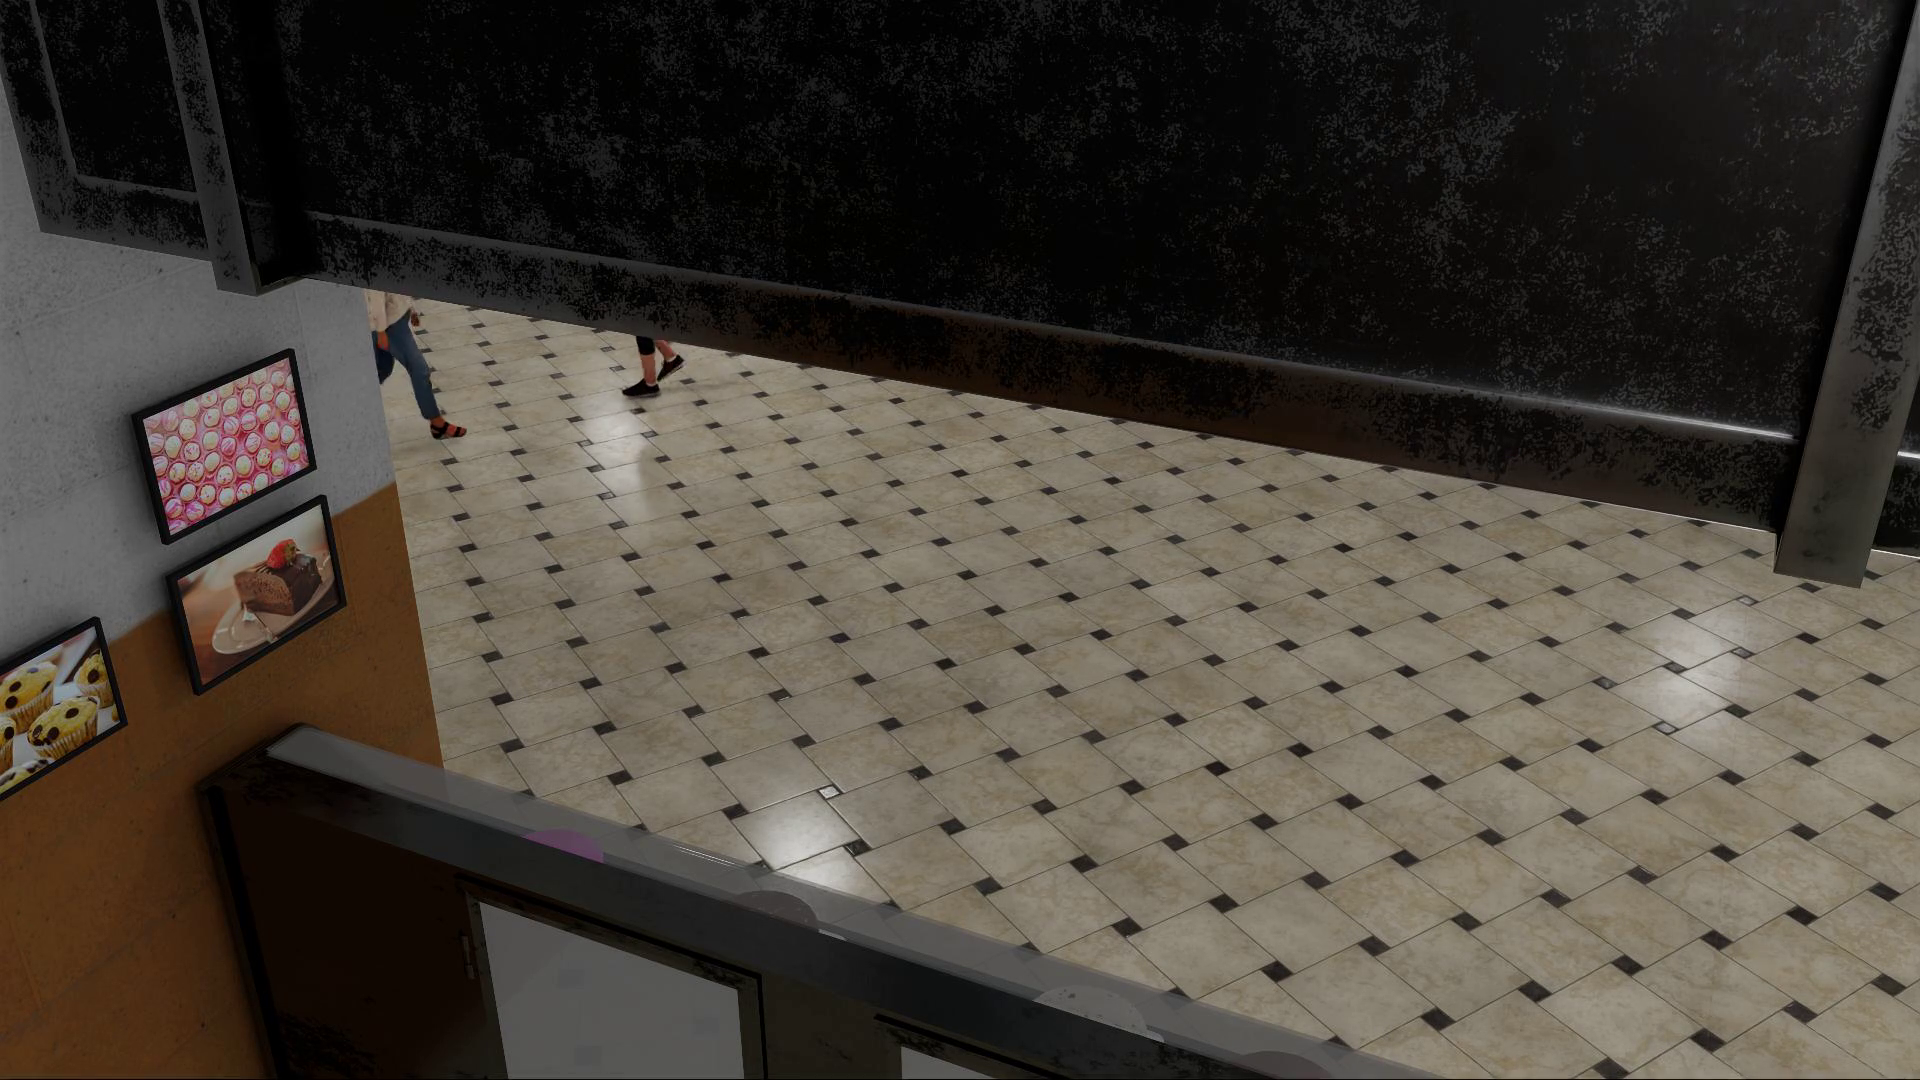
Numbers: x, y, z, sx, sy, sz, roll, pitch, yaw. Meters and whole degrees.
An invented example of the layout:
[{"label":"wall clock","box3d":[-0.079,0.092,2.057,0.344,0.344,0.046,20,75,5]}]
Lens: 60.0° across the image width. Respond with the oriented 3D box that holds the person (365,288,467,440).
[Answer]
[{"label":"person","box3d":[-3.796,-1.374,10.813,1.079,1.641,1.103,-6,27,-12]}]
